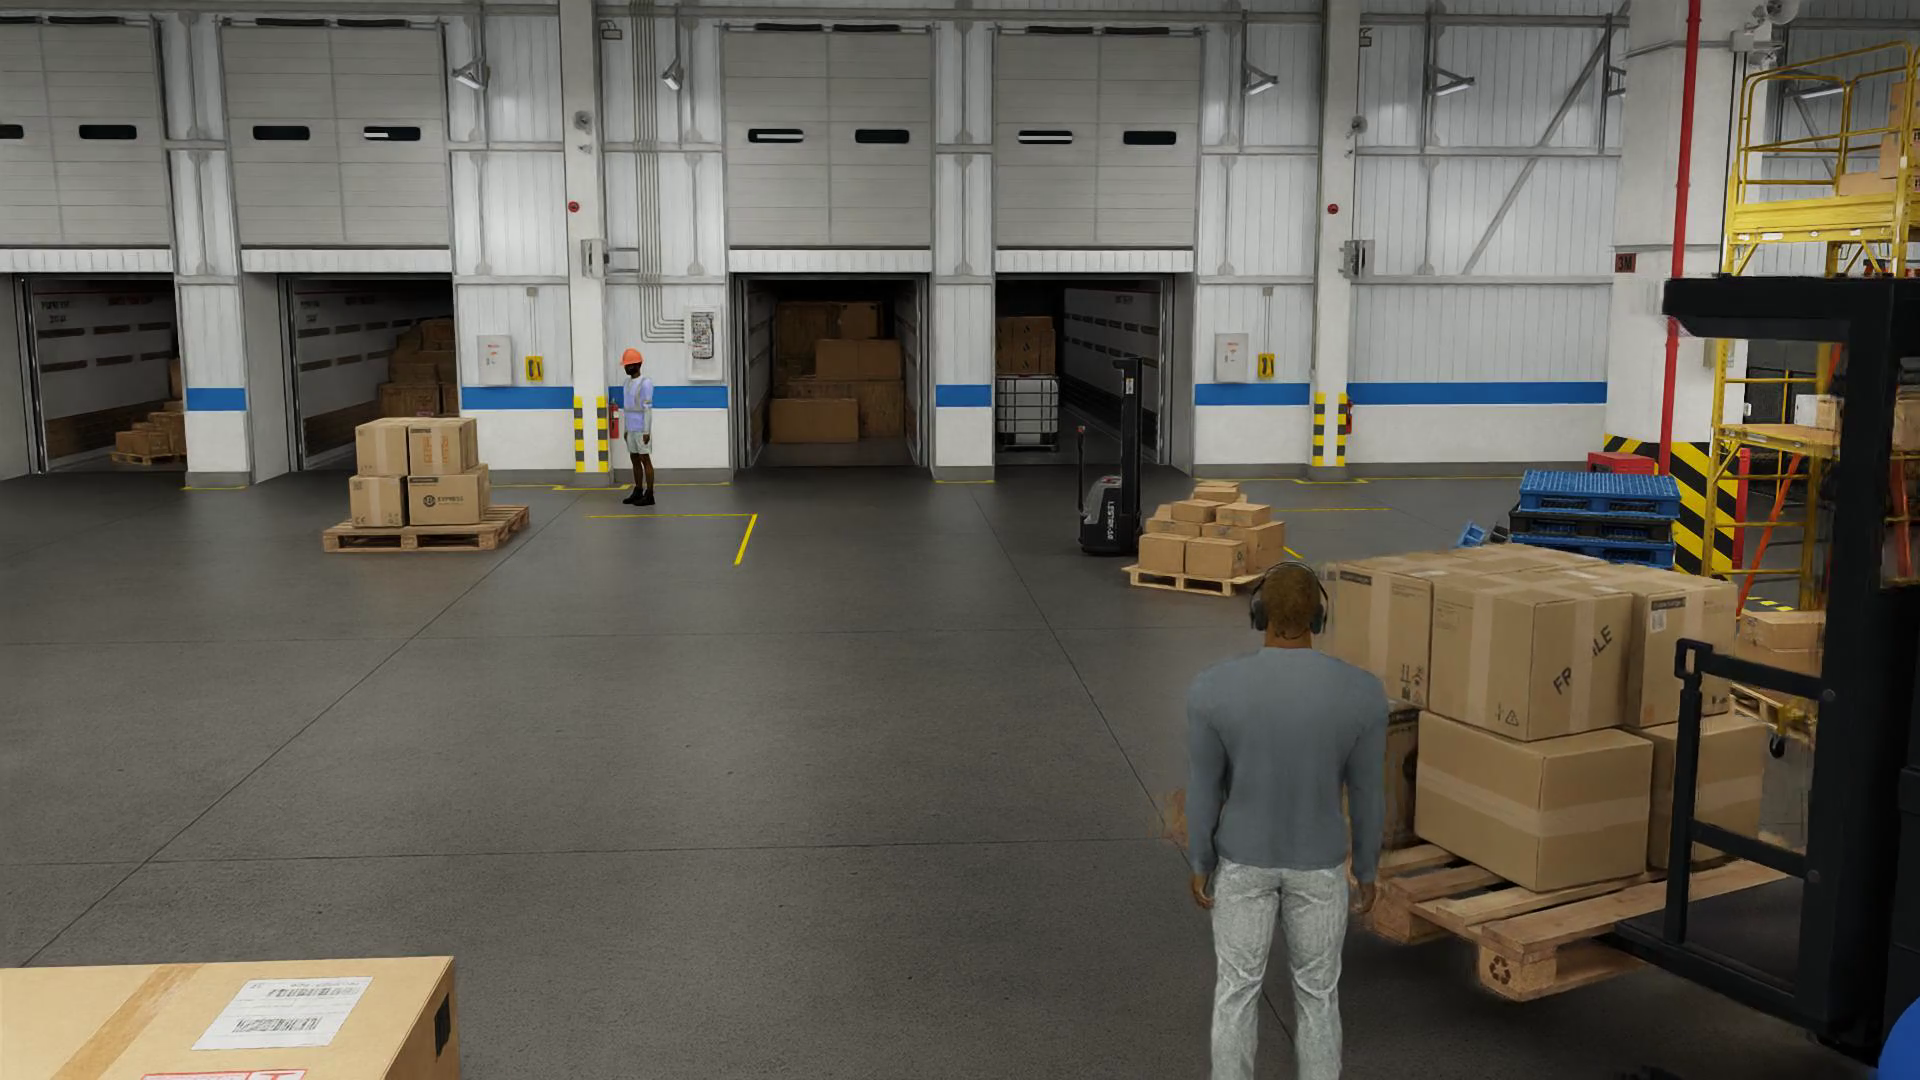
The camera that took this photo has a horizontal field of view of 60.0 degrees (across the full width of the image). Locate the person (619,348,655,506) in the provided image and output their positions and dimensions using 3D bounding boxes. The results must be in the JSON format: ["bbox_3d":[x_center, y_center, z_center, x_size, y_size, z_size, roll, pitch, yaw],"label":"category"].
[{"bbox_3d":[-3.973,-1.380,20.397,0.389,1.930,0.544,-8,12,-42],"label":"person"}]

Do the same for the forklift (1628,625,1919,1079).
[{"bbox_3d":[3.165,0.628,4.803,1.129,2.768,1.873,-5,10,-27],"label":"forklift"}]

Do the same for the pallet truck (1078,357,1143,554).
[{"bbox_3d":[2.088,-0.836,16.757,1.885,1.965,0.823,2,9,13],"label":"pallet truck"}]

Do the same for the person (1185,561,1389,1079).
[{"bbox_3d":[1.026,1.026,5.282,0.627,1.932,0.361,1,9,9],"label":"person"}]
